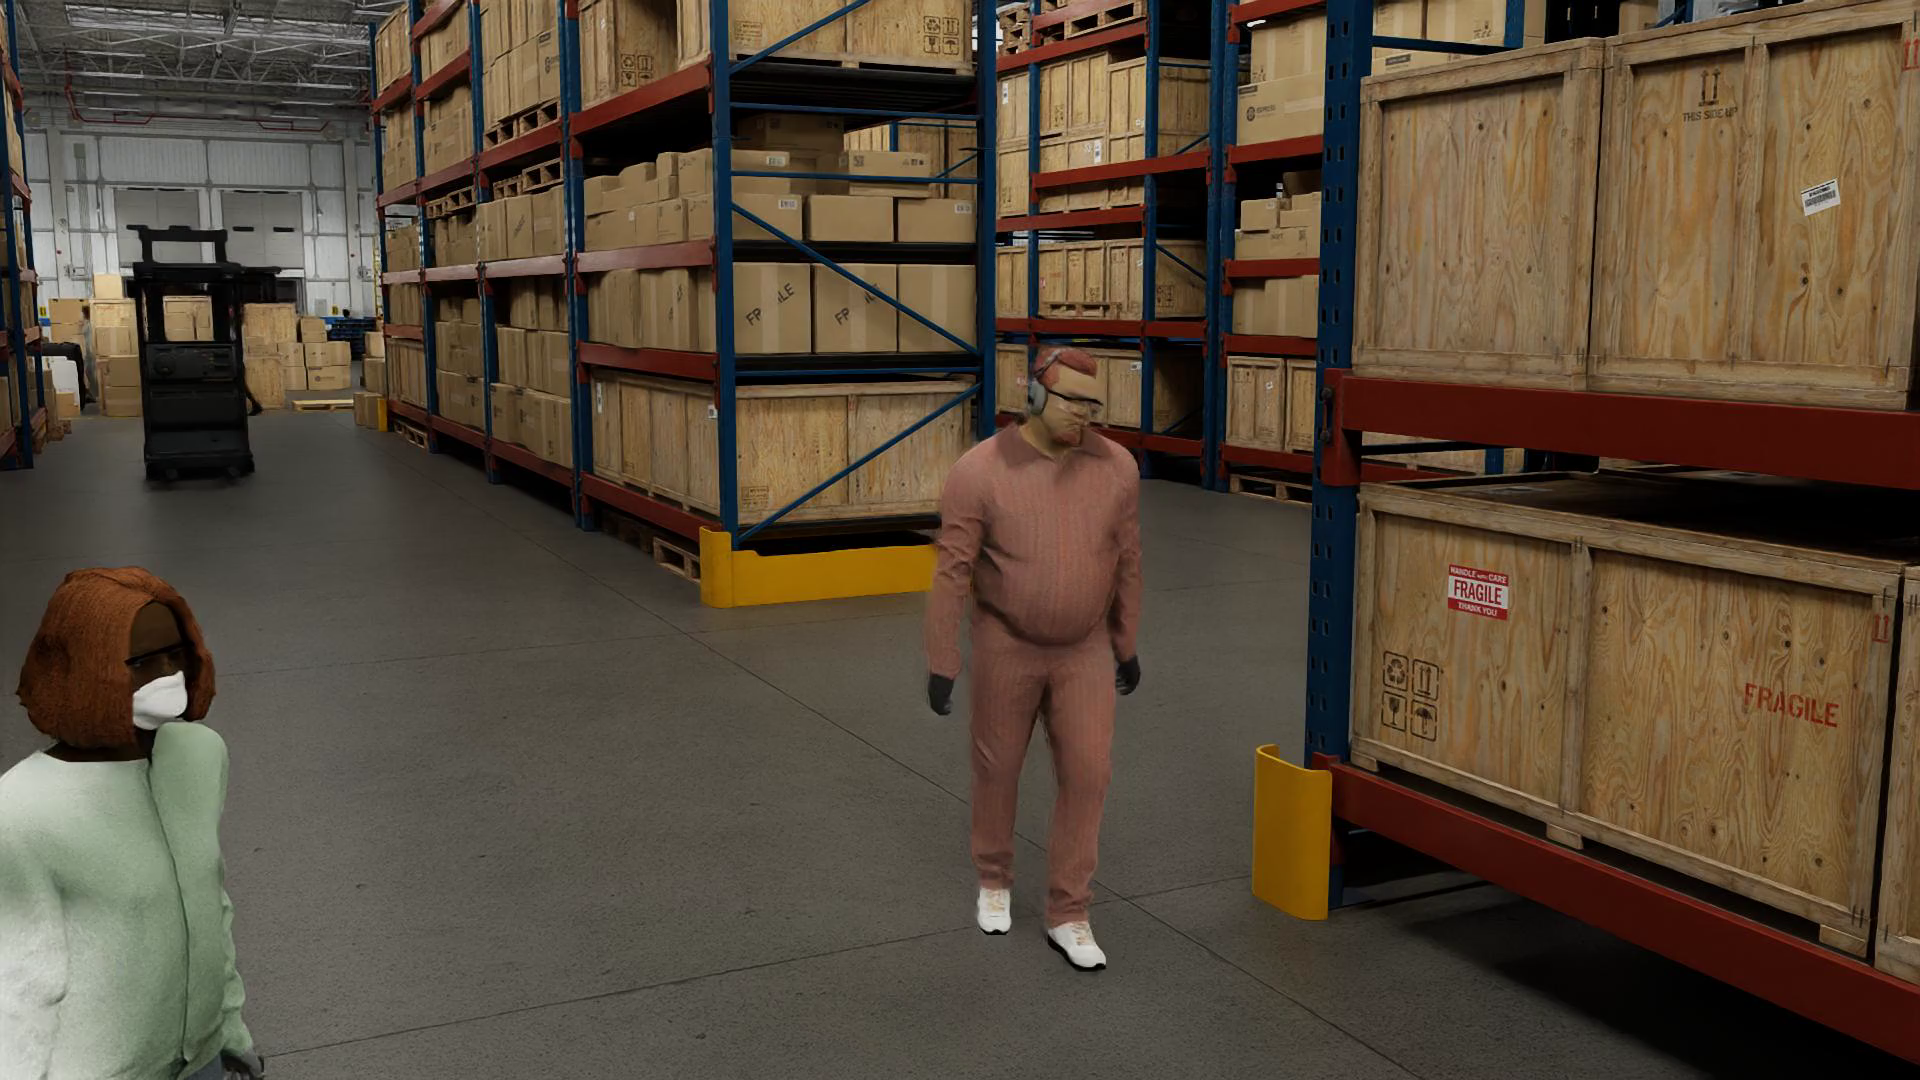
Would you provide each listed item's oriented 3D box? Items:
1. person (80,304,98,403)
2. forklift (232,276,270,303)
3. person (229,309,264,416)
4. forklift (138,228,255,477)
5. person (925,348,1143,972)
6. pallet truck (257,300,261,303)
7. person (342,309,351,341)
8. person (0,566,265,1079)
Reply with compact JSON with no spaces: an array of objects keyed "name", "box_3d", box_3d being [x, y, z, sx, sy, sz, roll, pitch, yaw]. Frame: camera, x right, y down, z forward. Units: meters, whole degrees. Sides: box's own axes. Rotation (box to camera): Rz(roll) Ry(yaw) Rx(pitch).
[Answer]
[{"name":"person","box_3d":[-16.801,-3.618,32.324,0.663,1.924,0.644,-6,10,-37]},{"name":"forklift","box_3d":[-17.722,-5.442,41.613,1.129,2.768,1.873,-6,10,-35]},{"name":"person","box_3d":[-12.429,-3.034,28.420,0.978,1.895,0.561,-5,9,-29]},{"name":"forklift","box_3d":[-8.960,-2.215,19.362,1.129,2.768,1.873,-4,9,-26]},{"name":"person","box_3d":[0.261,0.357,5.085,0.715,1.863,0.826,-2,8,-12]},{"name":"pallet truck","box_3d":[-23.913,-7.404,58.171,1.885,1.965,0.823,-1,8,-9]},{"name":"person","box_3d":[-20.920,-7.001,56.510,0.727,1.664,0.547,-5,10,-31]},{"name":"person","box_3d":[-1.258,0.844,2.543,0.269,1.632,0.504,2,8,12]}]
